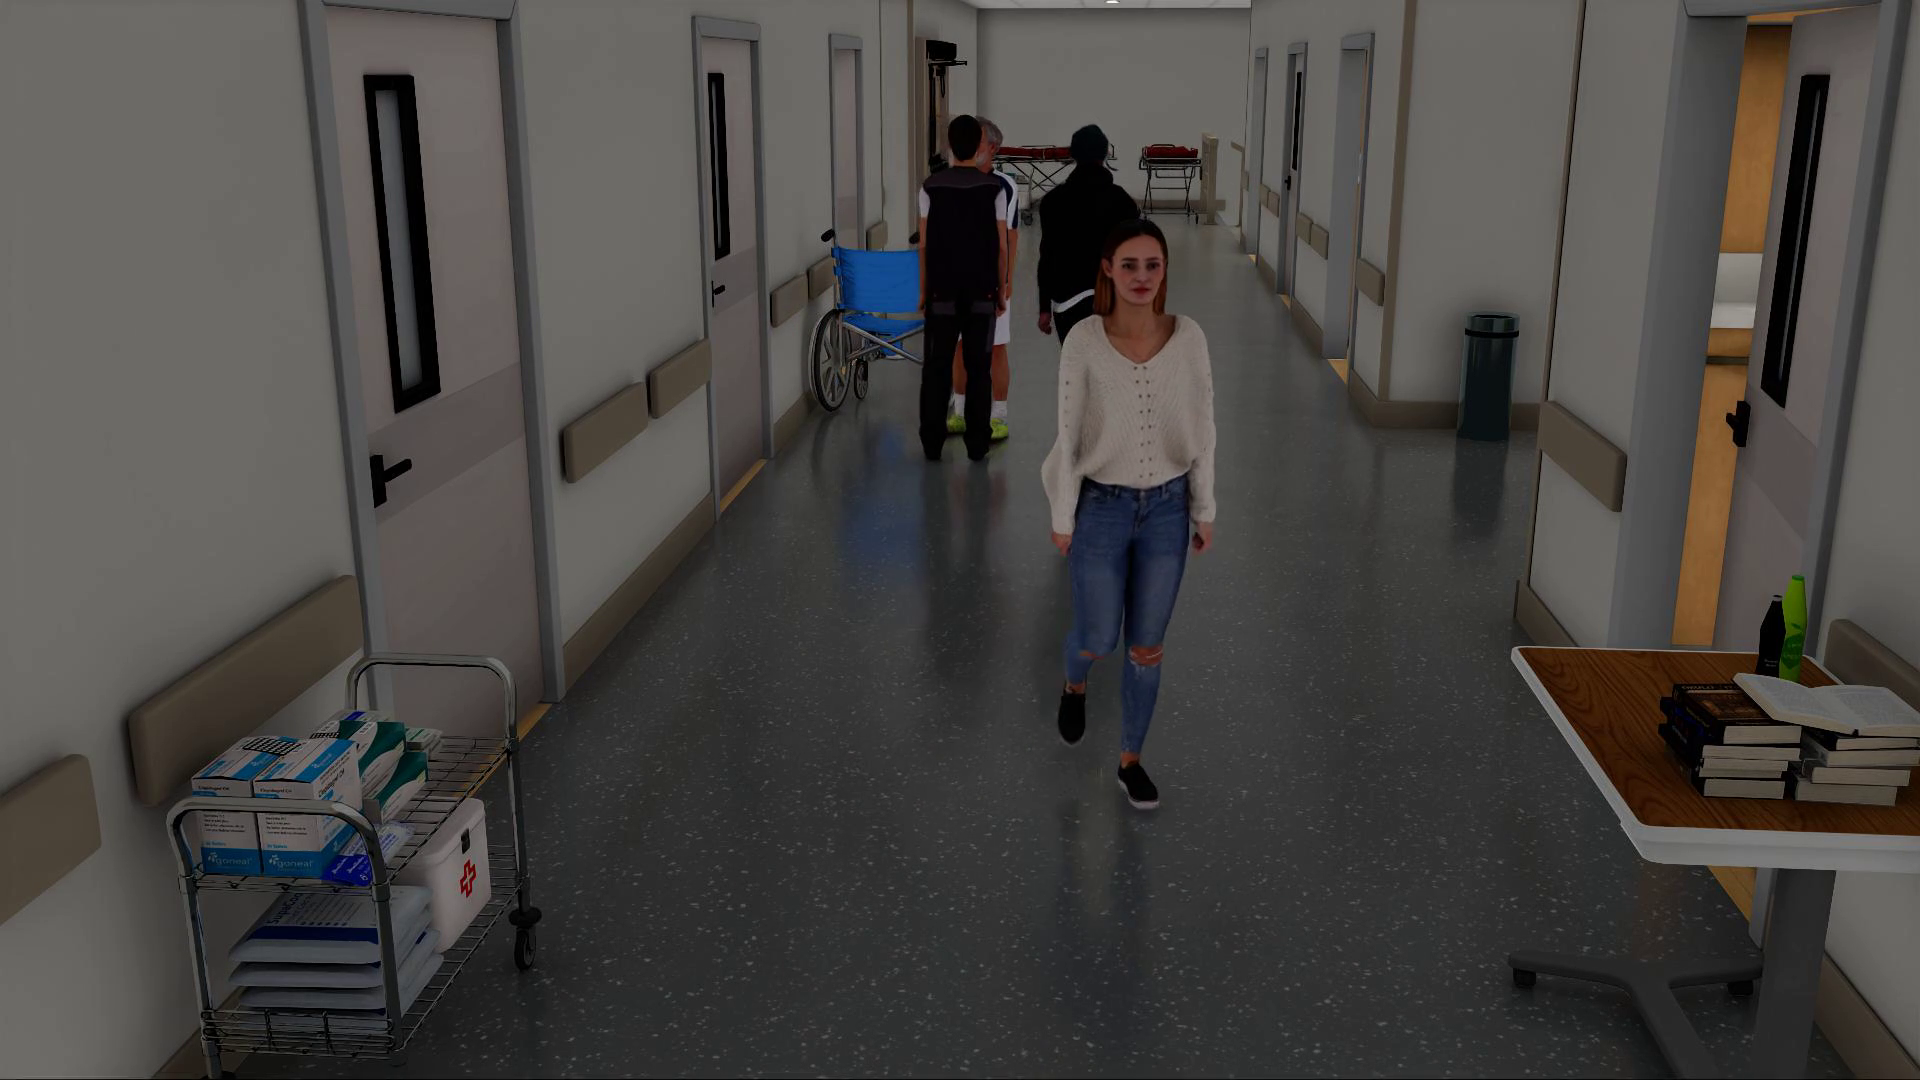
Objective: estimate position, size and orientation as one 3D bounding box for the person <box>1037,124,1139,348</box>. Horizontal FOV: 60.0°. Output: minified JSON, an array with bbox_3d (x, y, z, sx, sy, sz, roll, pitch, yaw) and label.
[{"bbox_3d":[0.642,-1.206,8.631,0.820,1.774,1.258,4,16,14],"label":"person"}]

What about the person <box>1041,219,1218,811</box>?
[{"bbox_3d":[0.471,-0.078,4.804,0.736,1.681,0.837,-3,16,-10],"label":"person"}]

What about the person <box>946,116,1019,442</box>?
[{"bbox_3d":[0.106,-1.498,9.546,0.716,1.841,0.708,9,18,29],"label":"person"}]

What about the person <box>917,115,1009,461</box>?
[{"bbox_3d":[0.000,-1.351,9.028,0.661,1.839,0.596,0,16,1],"label":"person"}]
